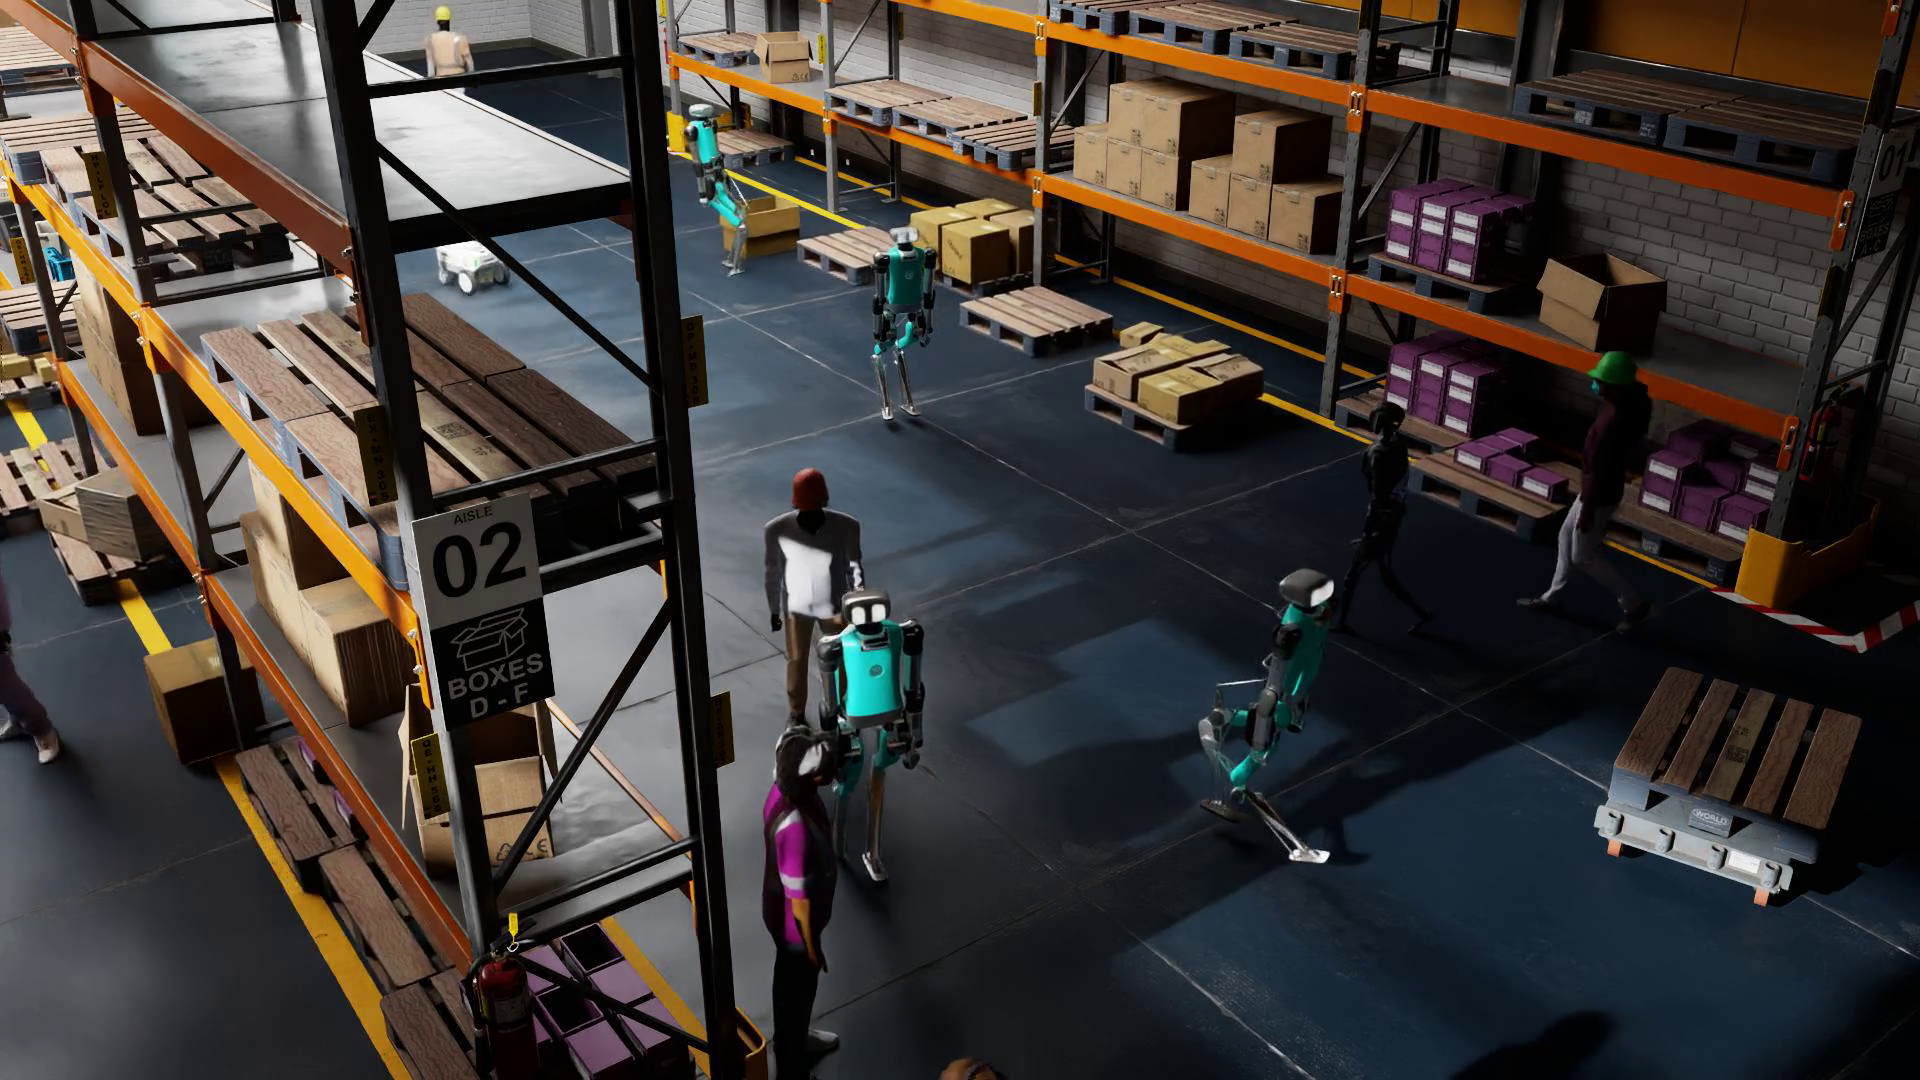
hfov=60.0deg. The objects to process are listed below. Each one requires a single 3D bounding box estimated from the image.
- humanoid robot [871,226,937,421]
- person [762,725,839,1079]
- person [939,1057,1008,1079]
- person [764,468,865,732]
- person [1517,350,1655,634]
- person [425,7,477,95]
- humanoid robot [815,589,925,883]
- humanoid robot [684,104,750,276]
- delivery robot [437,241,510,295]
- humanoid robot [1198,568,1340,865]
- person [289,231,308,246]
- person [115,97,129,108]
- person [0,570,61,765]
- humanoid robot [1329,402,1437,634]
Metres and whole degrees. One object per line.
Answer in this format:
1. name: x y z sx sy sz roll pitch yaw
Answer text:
1. humanoid robot: -0.531 -1.857 13.897 0.531 1.677 0.735 -10 28 -18
2. person: -0.669 1.581 7.101 0.350 1.841 0.513 -3 27 -6
3. person: -0.002 2.459 5.379 0.487 1.818 0.642 -1 27 -1
4. person: -0.837 0.371 9.617 0.576 1.739 0.384 -3 27 -6
5. person: 4.161 -0.289 10.727 0.803 1.925 0.499 15 30 27
6. person: -6.963 -6.336 22.806 0.591 1.872 1.007 2 27 4
7. humanoid robot: -0.494 1.012 8.466 0.540 1.897 0.694 -9 28 -17
8. humanoid robot: -2.463 -3.723 17.758 0.863 1.776 0.589 9 28 18
9. delivery robot: -5.157 -2.925 17.478 0.791 0.587 0.499 20 33 34
10. humanoid robot: 1.525 0.883 8.618 1.034 1.737 0.546 19 33 34
11. person: -6.297 -2.599 15.645 0.287 1.629 0.498 13 29 24
12. person: -10.356 -5.125 20.277 0.401 1.986 0.610 7 27 13
13. person: -5.573 0.395 9.407 0.712 1.886 0.439 21 34 36
14. humanoid robot: 2.746 -0.102 10.675 0.754 1.631 0.608 10 29 20
